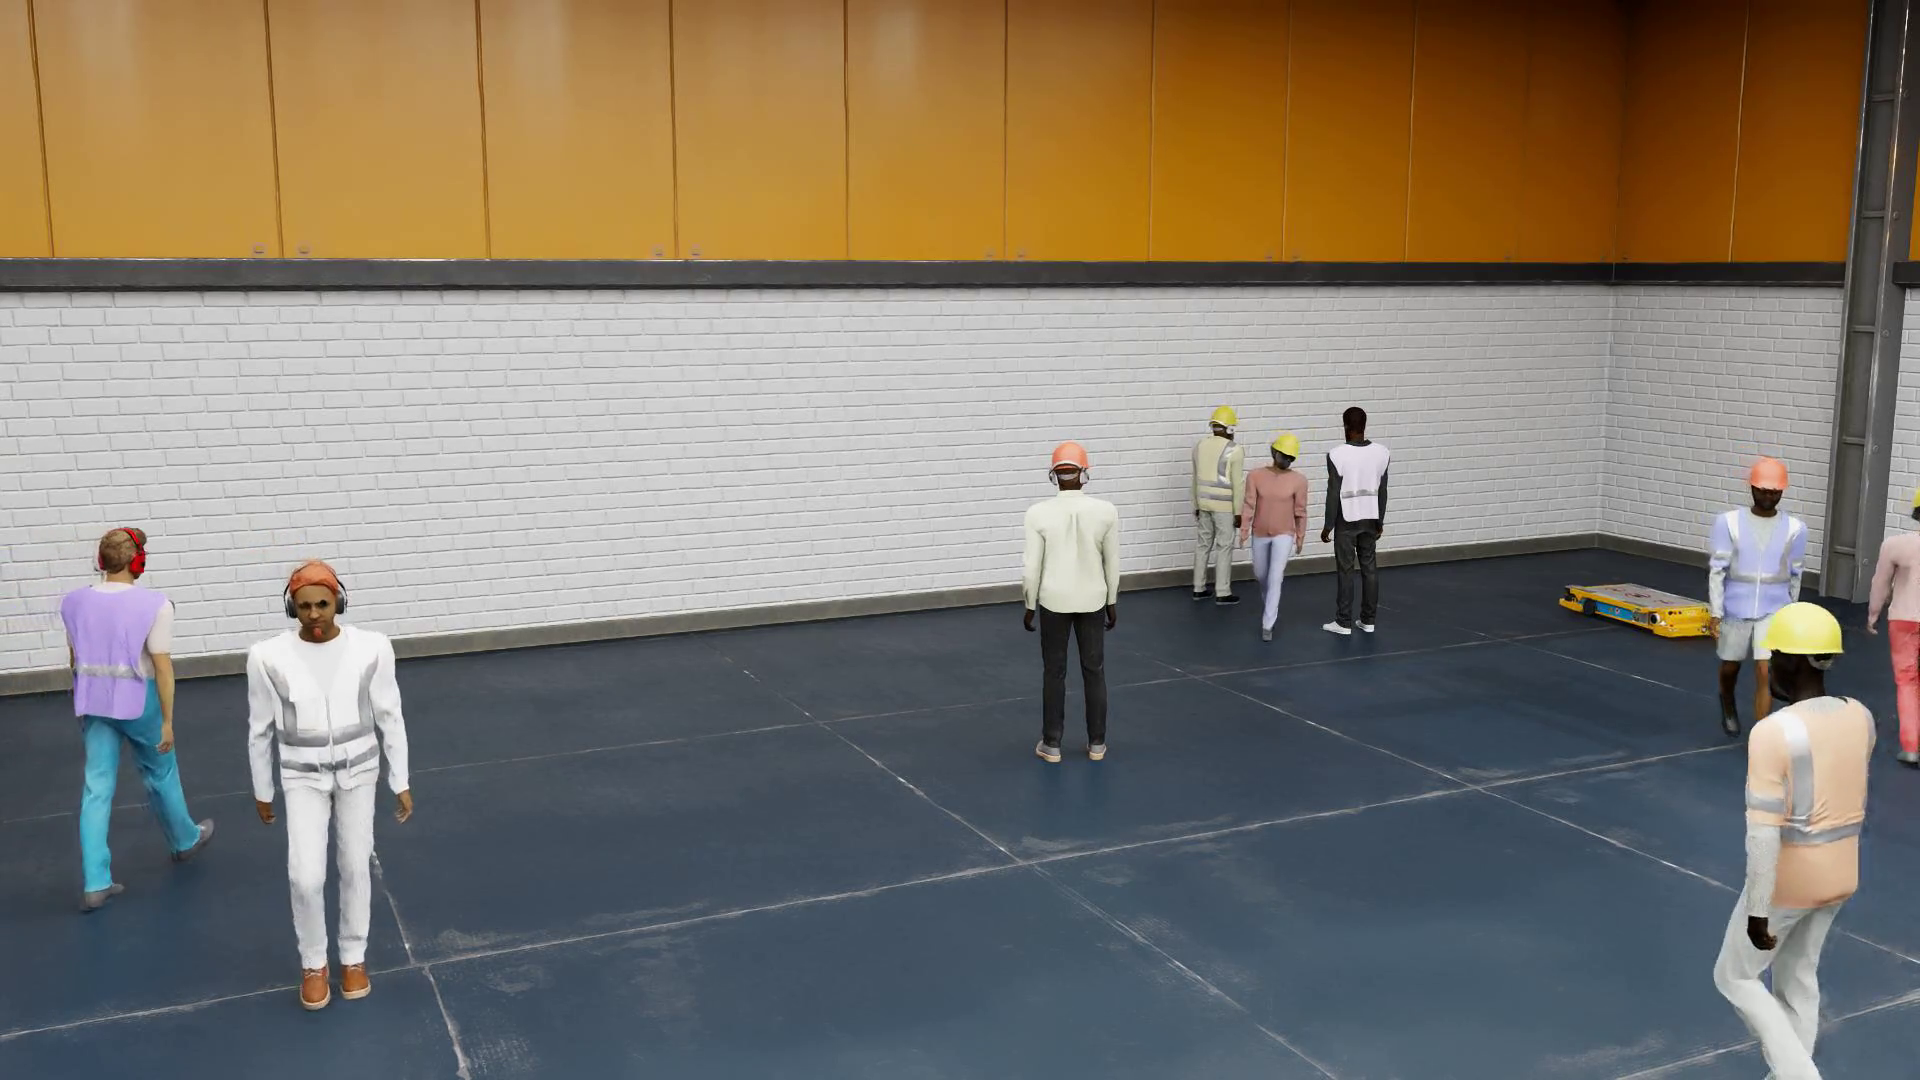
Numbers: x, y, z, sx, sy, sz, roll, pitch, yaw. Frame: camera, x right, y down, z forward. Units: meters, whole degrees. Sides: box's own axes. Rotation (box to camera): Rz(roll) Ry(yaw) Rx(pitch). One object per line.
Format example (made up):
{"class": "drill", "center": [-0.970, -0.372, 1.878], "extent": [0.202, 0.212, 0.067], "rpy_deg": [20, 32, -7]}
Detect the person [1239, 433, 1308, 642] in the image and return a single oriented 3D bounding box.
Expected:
{"class": "person", "center": [2.640, -0.059, 13.933], "extent": [0.524, 1.711, 0.824], "rpy_deg": [3, 10, 20]}

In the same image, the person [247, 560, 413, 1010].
{"class": "person", "center": [-2.580, 1.007, 6.842], "extent": [0.599, 1.866, 0.516], "rpy_deg": [-5, 10, -26]}

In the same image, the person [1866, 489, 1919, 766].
{"class": "person", "center": [5.999, 0.505, 10.415], "extent": [0.537, 1.718, 0.900], "rpy_deg": [4, 10, 21]}

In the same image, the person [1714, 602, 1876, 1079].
{"class": "person", "center": [2.899, 1.165, 5.751], "extent": [0.592, 1.908, 0.466], "rpy_deg": [-4, 10, -24]}

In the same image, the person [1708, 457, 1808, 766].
{"class": "person", "center": [4.989, 0.410, 10.463], "extent": [0.545, 1.911, 0.845], "rpy_deg": [4, 10, 22]}

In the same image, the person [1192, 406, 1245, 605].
{"class": "person", "center": [2.383, -0.321, 15.274], "extent": [0.410, 1.819, 0.602], "rpy_deg": [-7, 11, -37]}

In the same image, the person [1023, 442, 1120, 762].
{"class": "person", "center": [0.688, 0.388, 10.325], "extent": [0.608, 1.987, 0.391], "rpy_deg": [-1, 9, -6]}

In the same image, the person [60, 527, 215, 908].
{"class": "person", "center": [-4.087, 0.826, 8.196], "extent": [0.594, 1.791, 0.971], "rpy_deg": [0, 9, 3]}

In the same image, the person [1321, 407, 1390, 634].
{"class": "person", "center": [3.314, -0.158, 13.948], "extent": [0.588, 1.914, 0.392], "rpy_deg": [-3, 10, -20]}

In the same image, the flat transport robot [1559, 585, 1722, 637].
{"class": "flat transport robot", "center": [5.924, 0.588, 14.396], "extent": [0.652, 0.197, 1.431], "rpy_deg": [-3, 10, -18]}
